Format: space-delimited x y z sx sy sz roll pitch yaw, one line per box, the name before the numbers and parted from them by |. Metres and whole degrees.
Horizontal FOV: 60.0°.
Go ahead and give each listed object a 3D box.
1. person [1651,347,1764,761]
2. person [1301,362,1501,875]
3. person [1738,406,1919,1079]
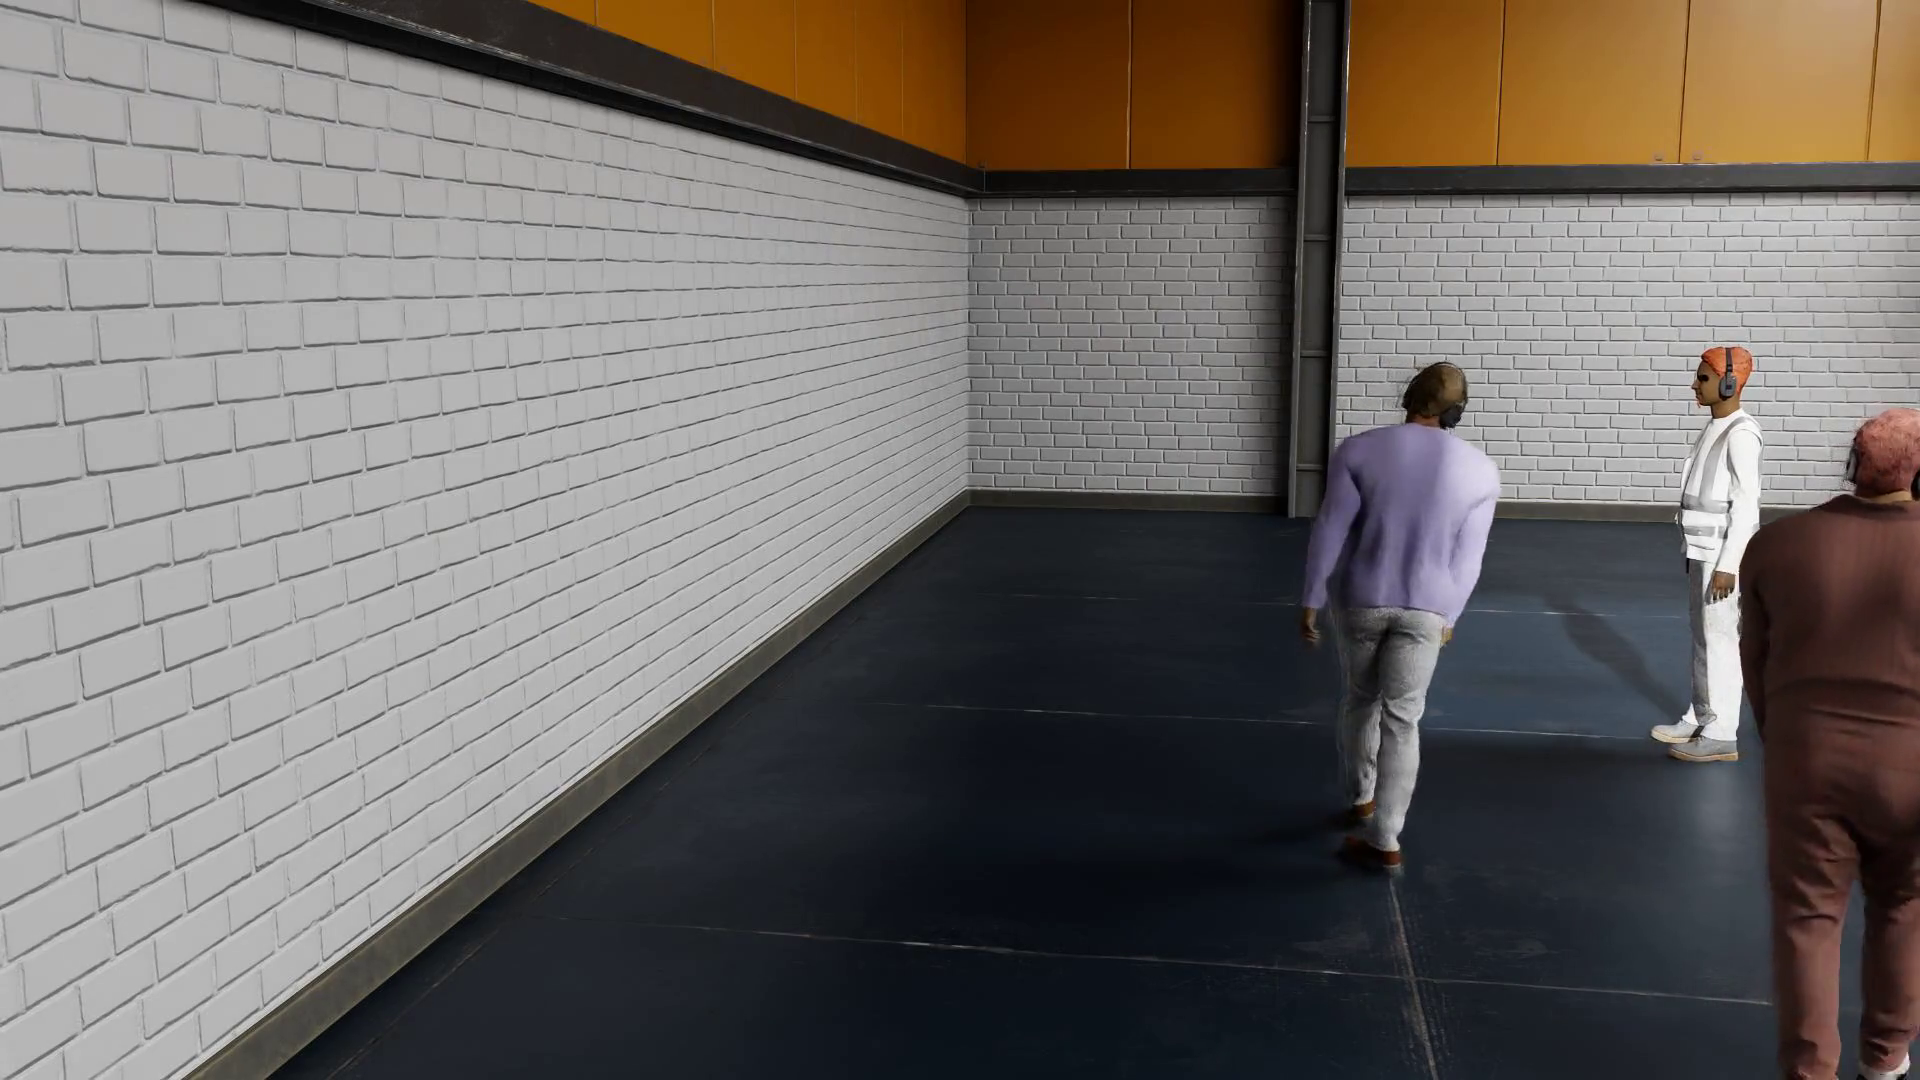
person | 3.432 0.064 7.577 0.350 1.882 0.583 2 9 10
person | 1.674 0.266 6.351 0.696 1.876 0.844 2 9 14
person | 2.375 0.585 4.374 0.632 1.868 0.807 6 11 33
